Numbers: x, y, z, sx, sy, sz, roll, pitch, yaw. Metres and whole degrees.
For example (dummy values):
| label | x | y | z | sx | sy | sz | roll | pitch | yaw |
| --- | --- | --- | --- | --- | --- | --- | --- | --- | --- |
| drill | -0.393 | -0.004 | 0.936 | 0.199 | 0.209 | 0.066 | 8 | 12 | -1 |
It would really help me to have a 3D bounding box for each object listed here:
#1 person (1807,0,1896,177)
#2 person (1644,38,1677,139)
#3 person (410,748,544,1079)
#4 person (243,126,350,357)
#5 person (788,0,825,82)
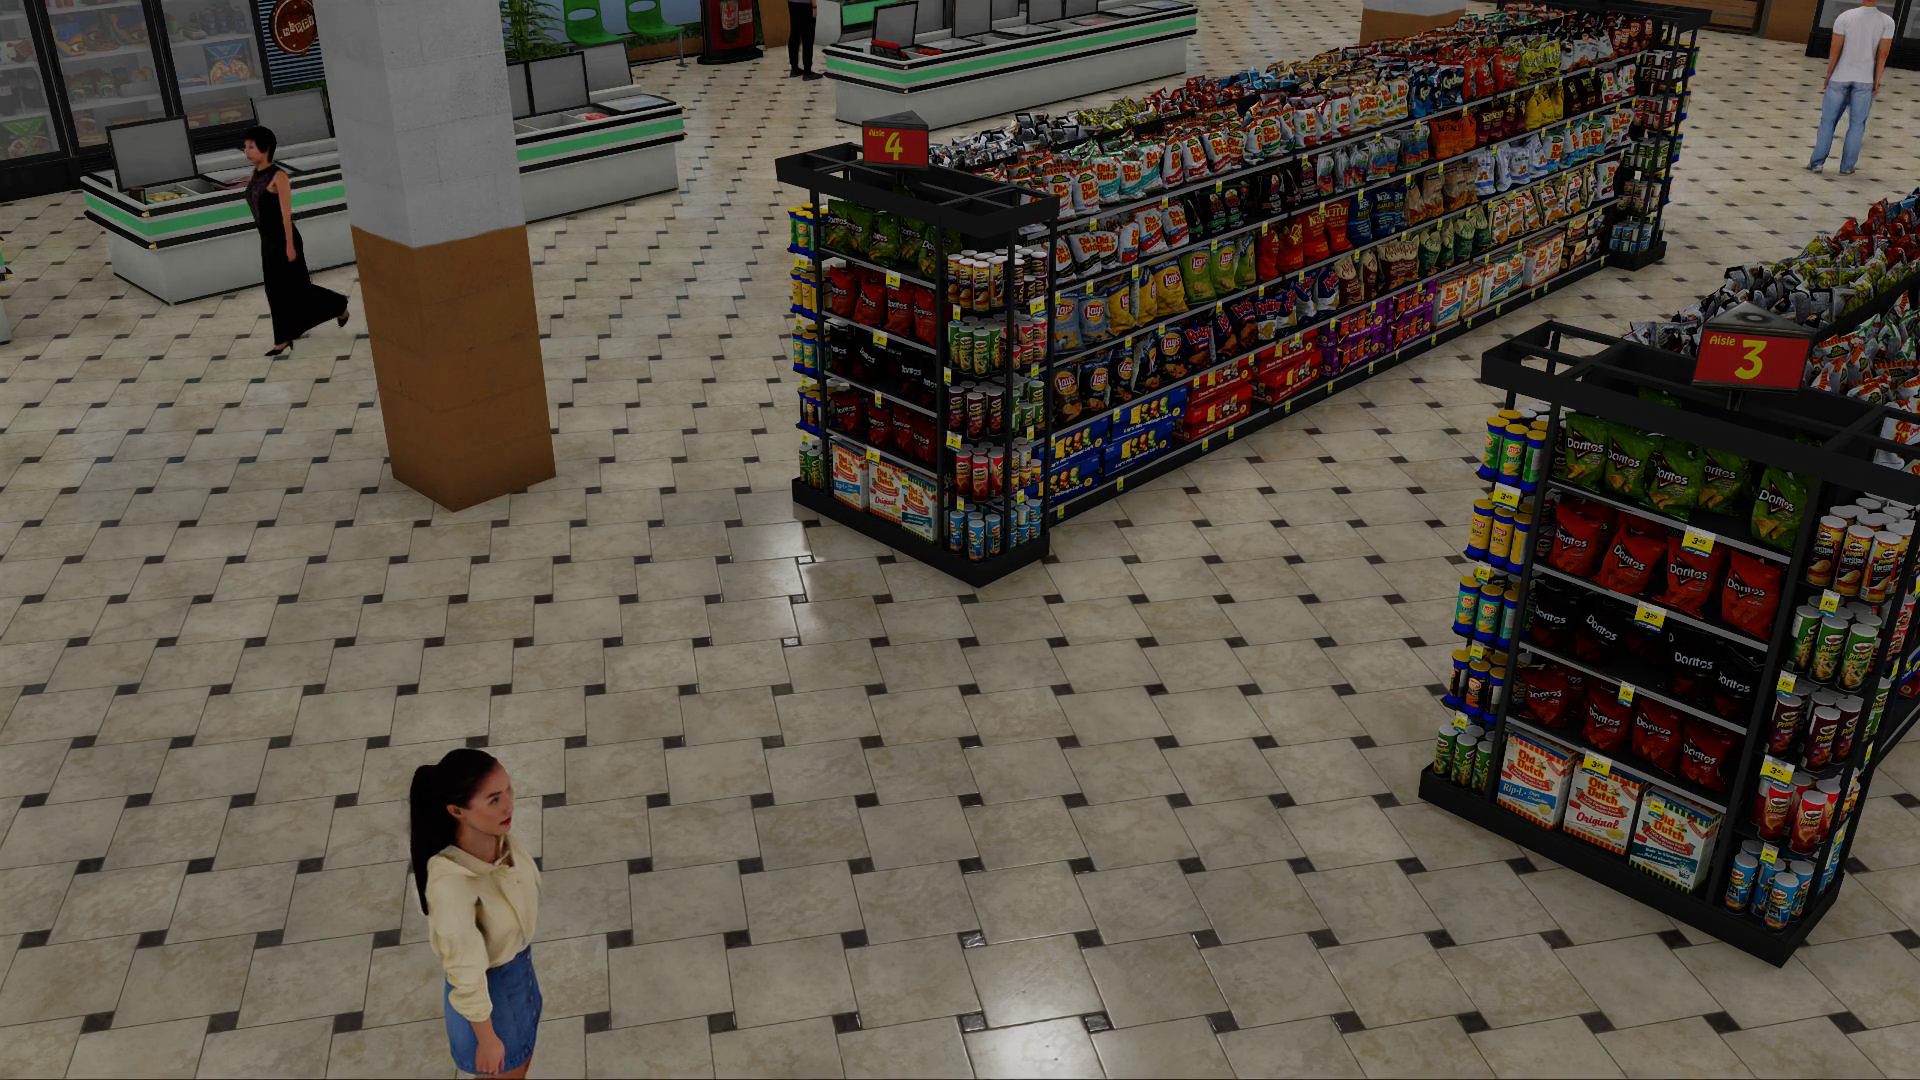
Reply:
| label | x | y | z | sx | sy | sz | roll | pitch | yaw |
| --- | --- | --- | --- | --- | --- | --- | --- | --- | --- |
| person | 8.563 | -4.449 | 15.956 | 0.747 | 1.866 | 0.699 | 11 | 29 | 21 |
| person | 6.149 | -3.579 | 14.593 | 0.788 | 1.547 | 0.813 | -4 | 27 | -9 |
| person | -1.363 | 1.308 | 4.863 | 0.767 | 1.631 | 0.716 | -1 | 27 | -2 |
| person | -4.665 | -2.089 | 11.608 | 0.653 | 1.588 | 0.928 | 19 | 33 | 33 |
| person | -1.915 | -6.478 | 20.082 | 0.525 | 1.752 | 0.586 | -24 | 36 | -39 |
